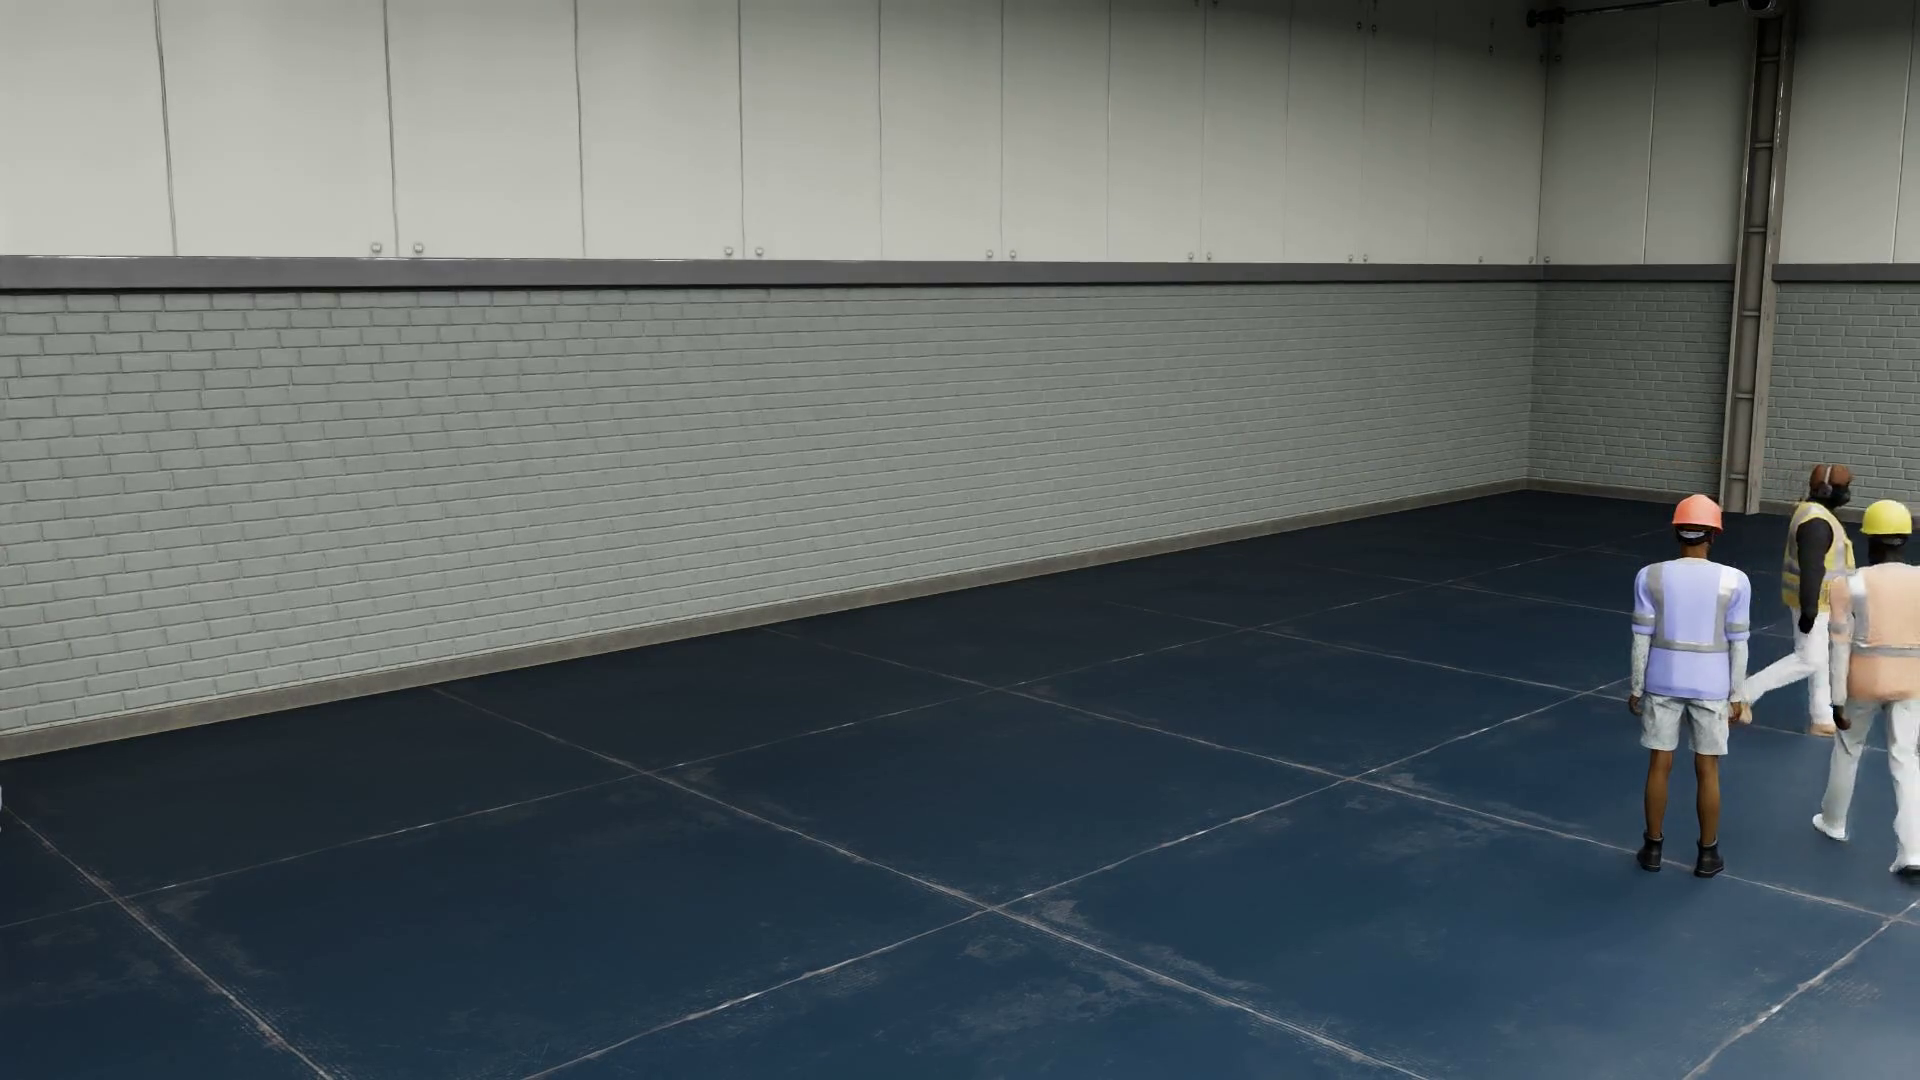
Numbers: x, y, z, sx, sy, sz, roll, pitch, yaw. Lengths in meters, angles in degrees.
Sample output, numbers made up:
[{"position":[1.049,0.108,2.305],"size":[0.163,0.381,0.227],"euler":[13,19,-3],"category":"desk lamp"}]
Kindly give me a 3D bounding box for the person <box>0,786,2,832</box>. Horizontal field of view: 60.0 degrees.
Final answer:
[{"position":[-5.341,0.753,8.747],"size":[0.316,1.769,0.525],"euler":[5,11,31],"category":"person"}]

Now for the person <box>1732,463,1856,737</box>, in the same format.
[{"position":[5.478,0.396,10.825],"size":[0.725,1.822,0.631],"euler":[5,10,27],"category":"person"}]

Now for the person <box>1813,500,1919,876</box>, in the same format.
[{"position":[4.737,0.735,8.520],"size":[0.588,1.883,0.984],"euler":[2,9,12],"category":"person"}]

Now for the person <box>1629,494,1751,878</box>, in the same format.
[{"position":[3.659,0.733,8.376],"size":[0.542,1.927,0.382],"euler":[5,10,26],"category":"person"}]
